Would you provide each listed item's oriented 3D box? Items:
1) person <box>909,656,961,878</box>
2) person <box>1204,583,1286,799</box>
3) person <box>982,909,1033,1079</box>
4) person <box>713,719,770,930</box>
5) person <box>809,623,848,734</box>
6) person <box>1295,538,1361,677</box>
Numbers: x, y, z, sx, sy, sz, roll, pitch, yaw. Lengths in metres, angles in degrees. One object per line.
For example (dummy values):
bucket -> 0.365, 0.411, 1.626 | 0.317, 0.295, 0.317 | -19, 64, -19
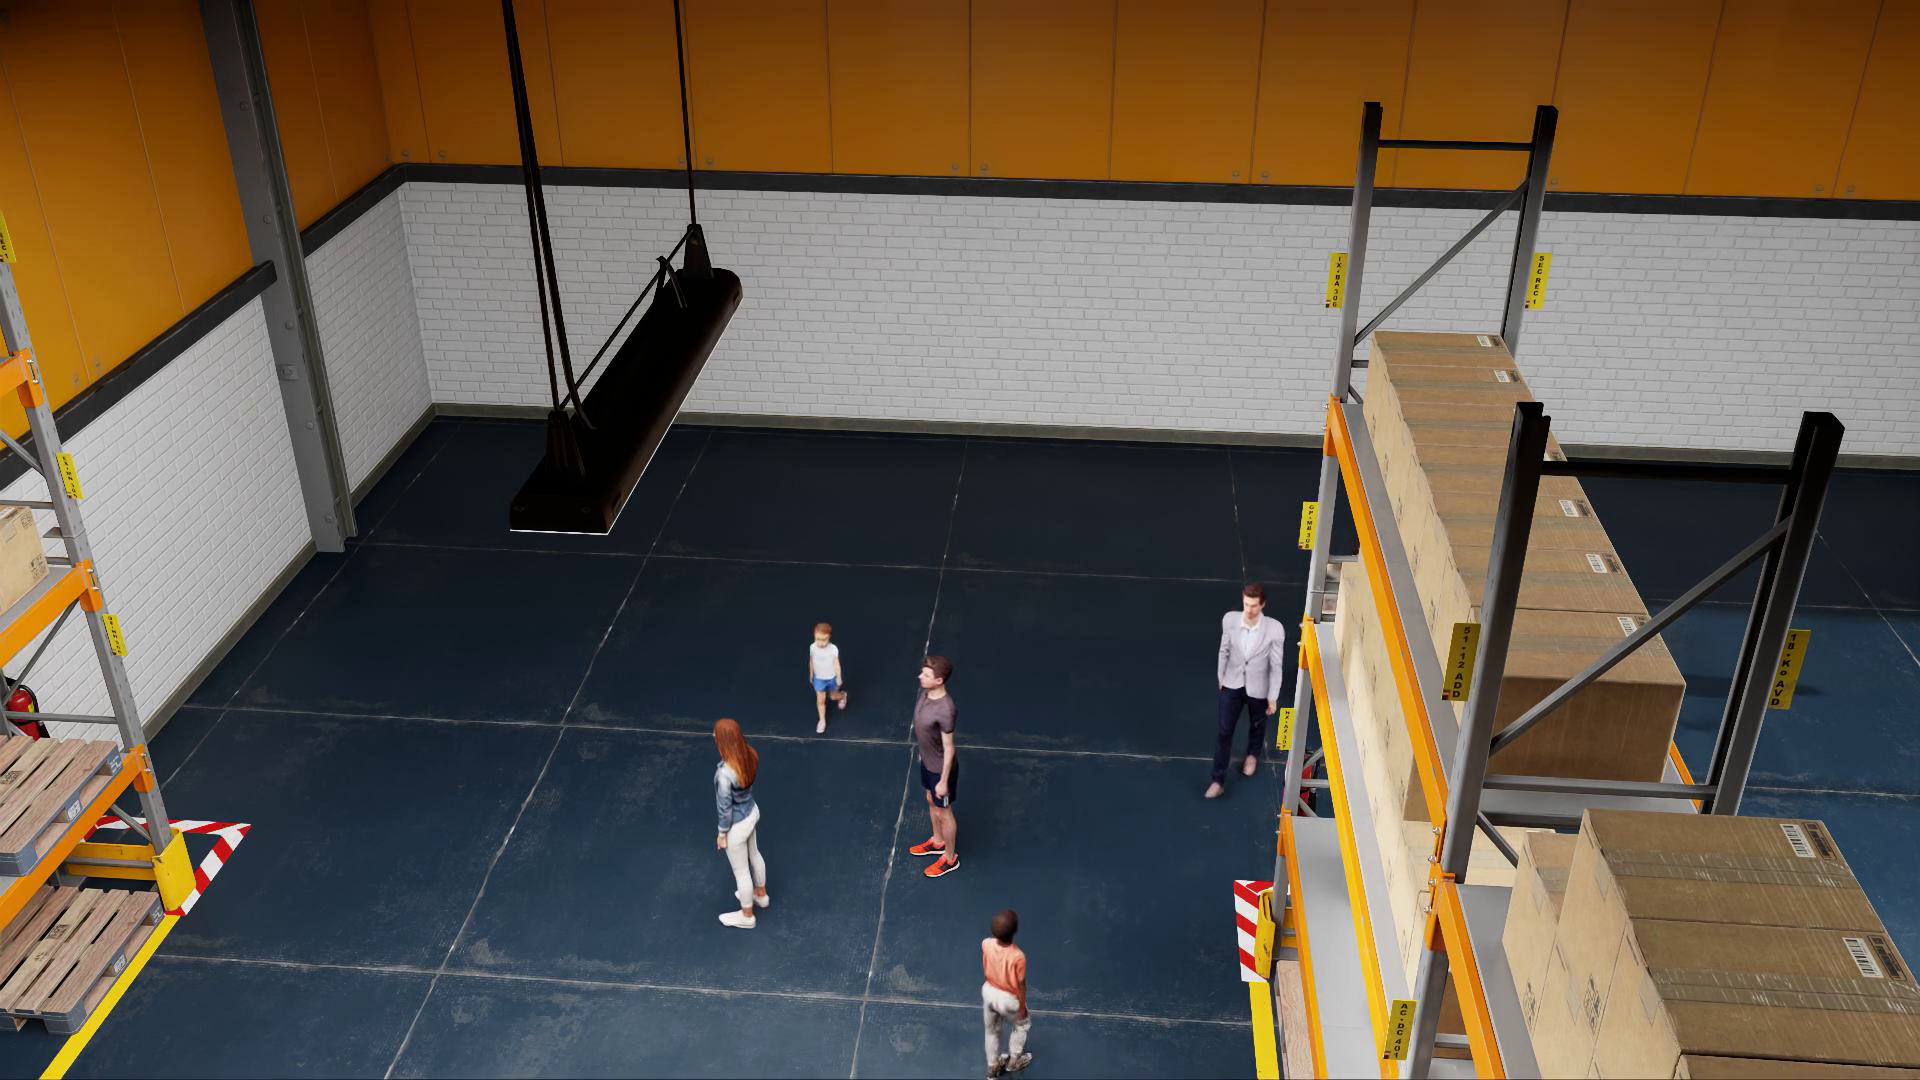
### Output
person -> -0.155, 1.637, 12.213 | 0.788, 1.853, 0.642 | -9, 30, -17
person -> 2.322, 1.110, 13.217 | 0.938, 1.816, 1.191 | 12, 31, 20
person -> 0.242, 2.902, 10.473 | 0.611, 1.298, 0.659 | 17, 33, 28
person -> -1.539, 1.985, 11.737 | 0.706, 1.699, 0.512 | 8, 30, 14
person -> -1.112, 1.111, 14.056 | 0.511, 1.010, 0.701 | 8, 30, 15
person -> 3.221, 0.719, 14.057 | 1.028, 1.699, 1.001 | 25, 37, 38
